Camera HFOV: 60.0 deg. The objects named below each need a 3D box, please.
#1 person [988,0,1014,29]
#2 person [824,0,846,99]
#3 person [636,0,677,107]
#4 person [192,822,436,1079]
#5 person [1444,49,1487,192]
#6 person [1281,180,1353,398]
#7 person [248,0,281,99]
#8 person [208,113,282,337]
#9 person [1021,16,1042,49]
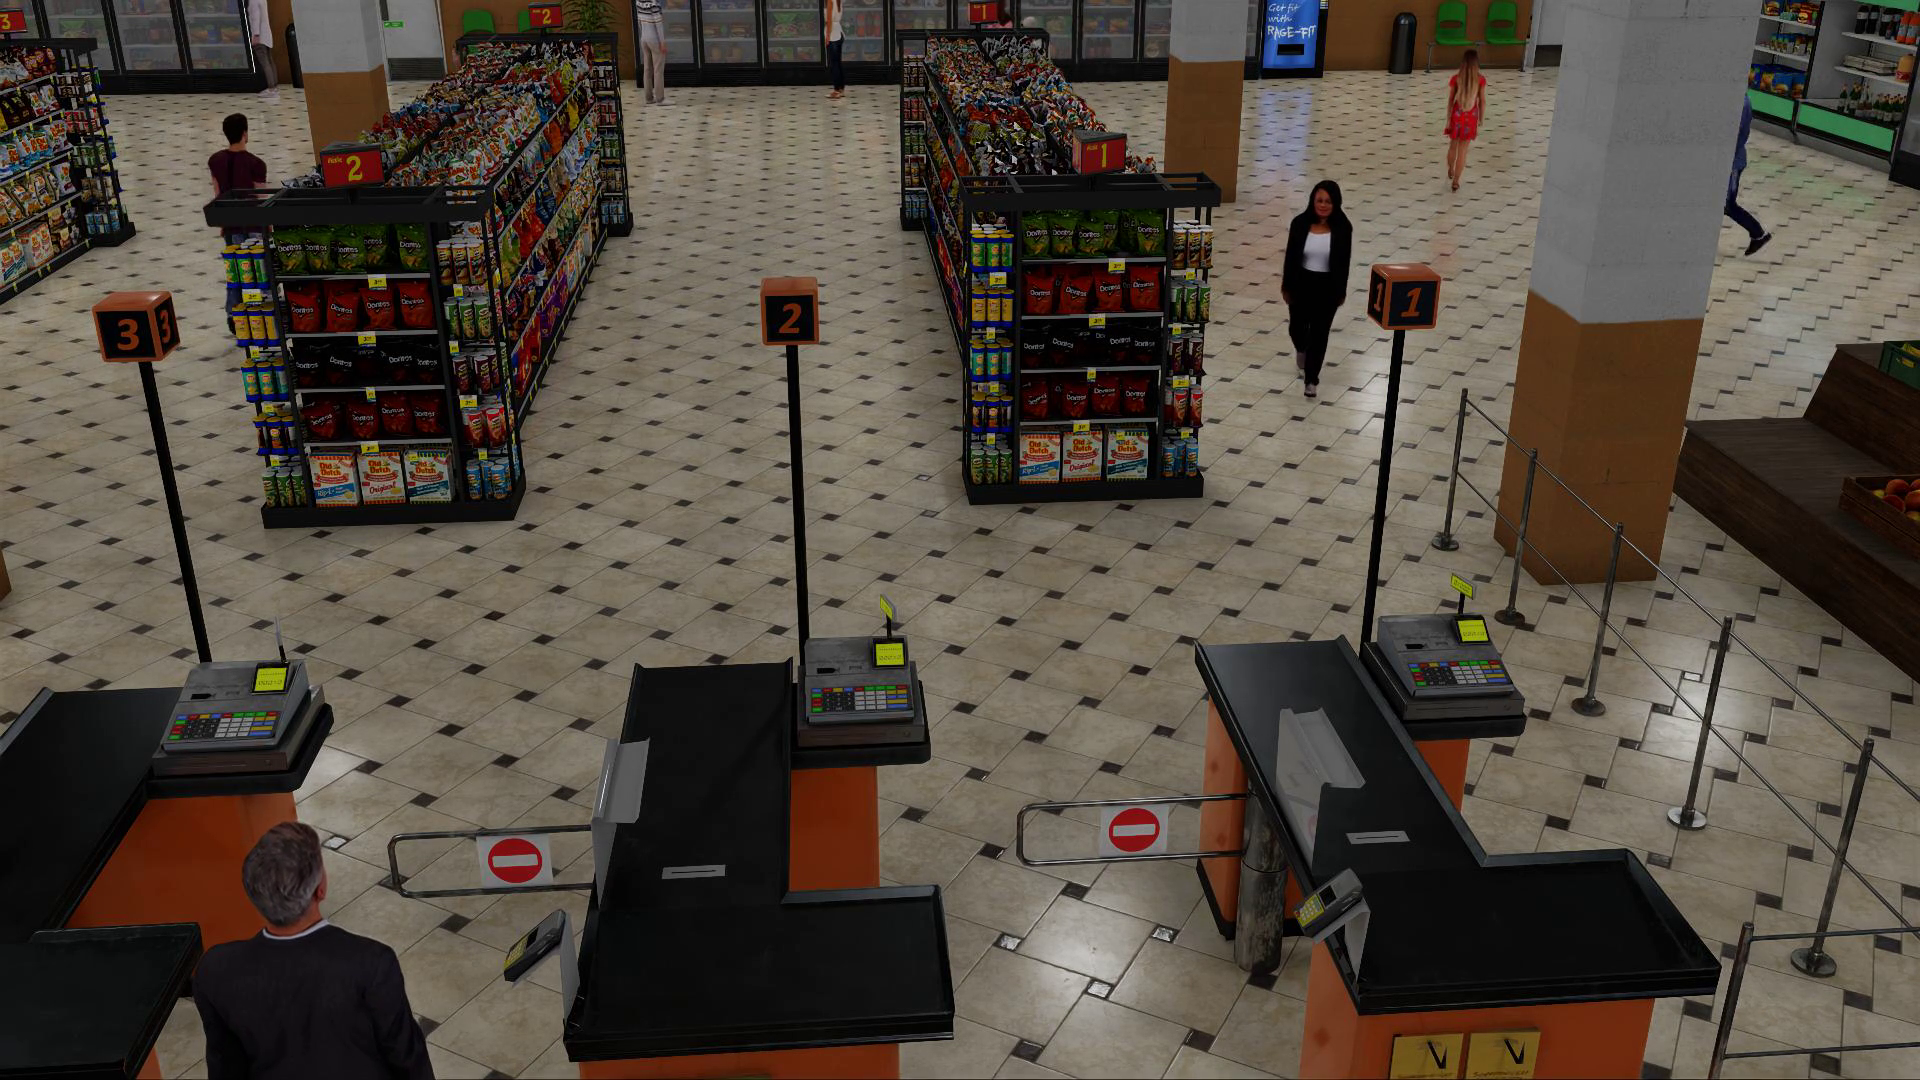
[{"bbox_3d":[0.550,-6.565,22.903,0.668,1.800,0.744,21,31,39],"label":"person"},{"bbox_3d":[-1.911,-7.717,25.560,0.721,1.782,0.581,6,24,14],"label":"person"},{"bbox_3d":[-4.608,-7.478,24.915,0.823,1.861,0.738,-22,32,-40],"label":"person"},{"bbox_3d":[-1.624,1.531,4.350,0.718,1.842,0.593,-1,24,-2],"label":"person"},{"bbox_3d":[5.814,-4.818,19.214,0.861,1.557,1.083,9,25,20],"label":"person"},{"bbox_3d":[2.678,-1.913,12.529,0.833,1.595,1.075,5,24,10],"label":"person"},{"bbox_3d":[-10.768,-7.781,25.633,0.726,1.840,0.487,-3,24,-6],"label":"person"},{"bbox_3d":[-5.898,-2.542,13.667,0.777,1.835,0.989,3,24,7],"label":"person"},{"bbox_3d":[0.982,-6.049,21.919,0.757,1.645,0.653,10,26,22],"label":"person"}]
